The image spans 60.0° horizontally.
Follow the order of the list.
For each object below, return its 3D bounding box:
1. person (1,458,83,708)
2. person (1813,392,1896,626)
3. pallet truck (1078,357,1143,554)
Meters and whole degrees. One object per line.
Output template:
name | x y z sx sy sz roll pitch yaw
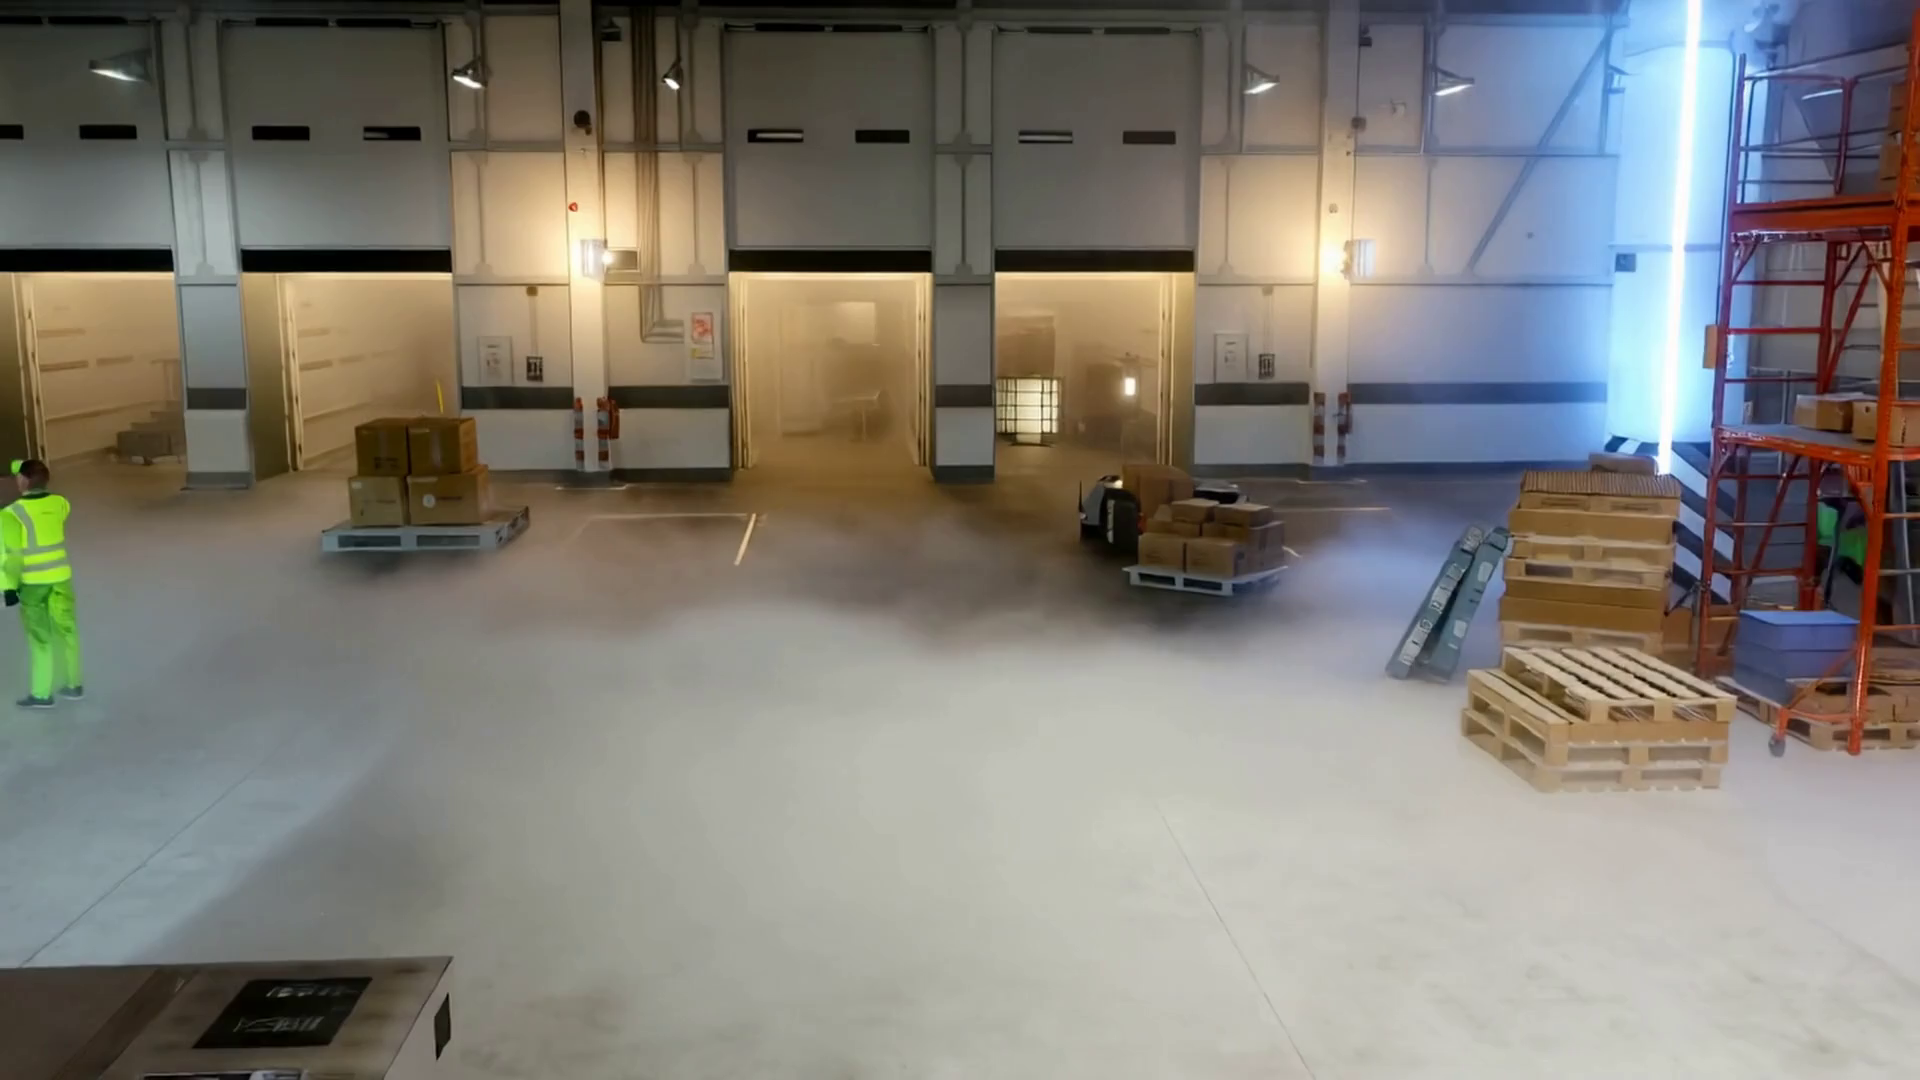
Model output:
person | -6.000 0.280 10.869 0.310 1.642 0.514 3 10 19
person | 6.921 -0.189 12.948 0.551 1.918 0.653 -4 10 -26
pallet truck | 2.088 -0.836 16.757 1.885 1.965 0.823 2 9 13
